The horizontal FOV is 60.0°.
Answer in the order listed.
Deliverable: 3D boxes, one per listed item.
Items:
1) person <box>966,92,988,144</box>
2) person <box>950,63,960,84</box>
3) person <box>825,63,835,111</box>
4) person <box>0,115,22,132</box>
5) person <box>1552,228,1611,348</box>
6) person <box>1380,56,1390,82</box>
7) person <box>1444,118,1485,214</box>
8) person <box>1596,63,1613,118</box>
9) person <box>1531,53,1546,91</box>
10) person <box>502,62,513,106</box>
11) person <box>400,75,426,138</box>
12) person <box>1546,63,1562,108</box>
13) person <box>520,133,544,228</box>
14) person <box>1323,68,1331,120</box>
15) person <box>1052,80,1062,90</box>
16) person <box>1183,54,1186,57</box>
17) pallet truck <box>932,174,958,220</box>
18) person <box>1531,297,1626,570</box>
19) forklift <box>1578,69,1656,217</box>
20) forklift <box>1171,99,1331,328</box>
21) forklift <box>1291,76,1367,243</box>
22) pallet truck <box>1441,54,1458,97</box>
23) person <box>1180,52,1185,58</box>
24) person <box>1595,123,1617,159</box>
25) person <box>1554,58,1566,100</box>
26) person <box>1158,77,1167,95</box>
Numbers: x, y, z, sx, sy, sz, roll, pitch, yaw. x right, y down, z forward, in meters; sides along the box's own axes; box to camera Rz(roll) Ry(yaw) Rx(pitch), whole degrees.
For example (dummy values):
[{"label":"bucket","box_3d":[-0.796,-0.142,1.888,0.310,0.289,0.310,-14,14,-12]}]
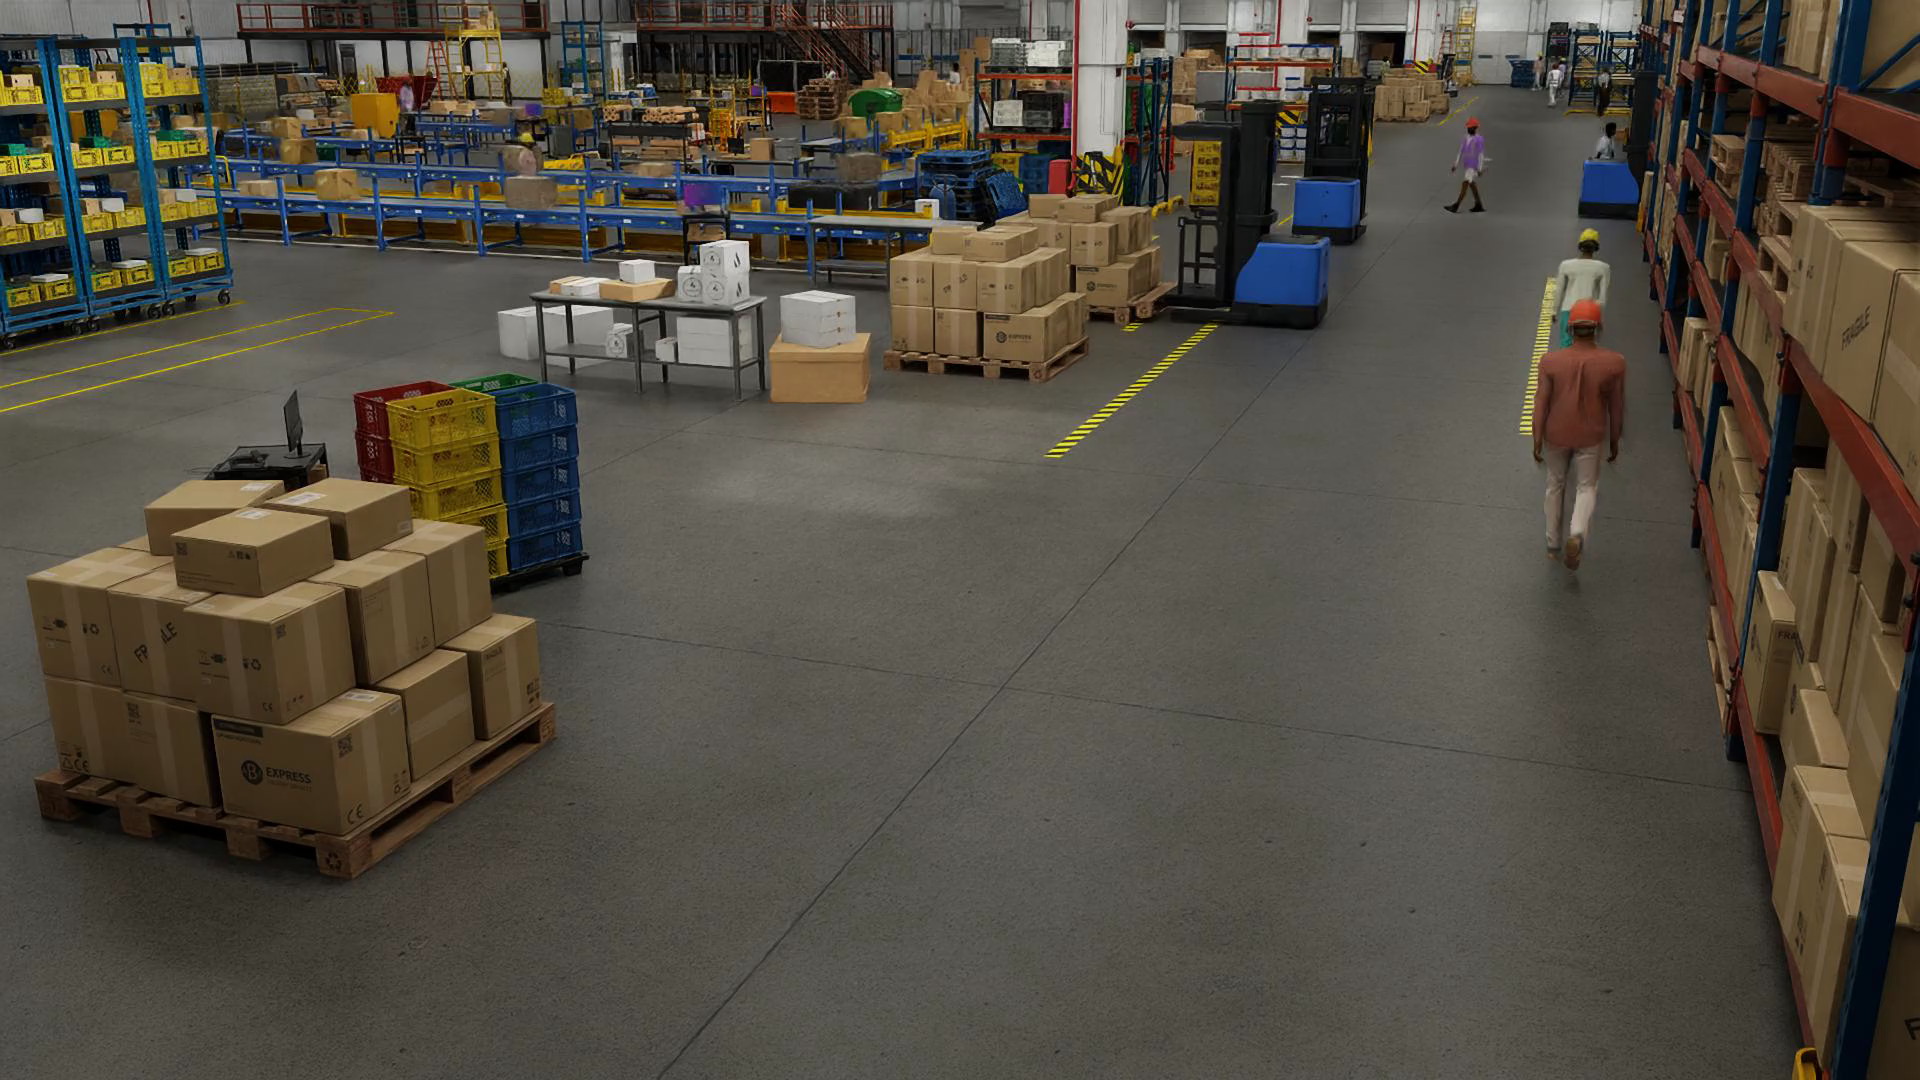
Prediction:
[{"label":"person","box_3d":[0.458,-11.479,45.957,0.609,1.821,0.416,8,19,24]},{"label":"person","box_3d":[-0.090,-18.052,66.418,0.971,1.921,0.634,9,20,27]},{"label":"person","box_3d":[-5.213,-18.167,66.796,0.390,1.922,0.591,-15,23,-39]},{"label":"person","box_3d":[-23.858,-10.166,41.726,0.647,1.881,0.863,4,18,14]},{"label":"person","box_3d":[6.548,-2.399,17.567,0.526,1.750,0.769,5,18,16]},{"label":"person","box_3d":[20.691,-22.653,81.030,0.430,1.838,0.619,-1,18,-2]},{"label":"person","box_3d":[10.207,-7.508,33.381,1.017,1.880,0.559,-6,18,-17]},{"label":"person","box_3d":[24.427,-17.007,62.957,0.545,2.000,0.710,7,19,20]},{"label":"person","box_3d":[29.519,-23.889,84.864,0.594,1.875,0.986,-8,20,-25]},{"label":"person","box_3d":[-19.423,-19.525,71.185,0.345,1.847,0.508,10,20,28]},{"label":"person","box_3d":[-17.705,-13.866,53.190,1.045,1.985,0.679,2,18,7]},{"label":"person","box_3d":[24.728,-18.907,69.228,0.581,1.860,0.849,-1,18,-4]},{"label":"person","box_3d":[-8.114,-6.729,31.135,0.505,1.753,0.530,2,18,7]},{"label":"person","box_3d":[13.725,-16.686,62.224,0.328,1.872,0.514,-8,19,-23]},{"label":"person","box_3d":[3.665,-16.913,63.191,0.926,1.716,0.539,8,19,23]},{"label":"person","box_3d":[11.160,-23.103,82.372,0.573,1.875,0.754,-10,20,-29]},{"label":"pallet truck","box_3d":[-0.507,-5.292,27.348,0.653,1.274,1.630,6,19,19]},{"label":"person","box_3d":[4.429,-0.749,11.977,0.626,1.978,0.746,7,19,20]},{"label":"forklift","box_3d":[13.219,-7.740,32.475,1.873,2.768,1.129,6,19,18]},{"label":"forklift","box_3d":[3.834,-4.258,21.535,1.873,2.768,1.129,6,19,19]},{"label":"forklift","box_3d":[6.598,-6.755,29.381,1.129,2.768,1.873,6,19,19]},{"label":"pallet truck","box_3d":[22.765,-21.886,78.355,0.823,1.965,1.885,-4,18,-14]},{"label":"person","box_3d":[11.873,-25.039,88.582,0.658,1.795,0.932,6,19,20]},{"label":"person","box_3d":[13.714,-8.000,35.283,0.863,1.644,0.544,12,21,33]},{"label":"person","box_3d":[27.325,-20.968,75.657,0.648,1.880,0.570,-14,22,-37]},{"label":"person","box_3d":[7.099,-15.590,58.708,0.664,1.918,0.553,10,20,29]}]
